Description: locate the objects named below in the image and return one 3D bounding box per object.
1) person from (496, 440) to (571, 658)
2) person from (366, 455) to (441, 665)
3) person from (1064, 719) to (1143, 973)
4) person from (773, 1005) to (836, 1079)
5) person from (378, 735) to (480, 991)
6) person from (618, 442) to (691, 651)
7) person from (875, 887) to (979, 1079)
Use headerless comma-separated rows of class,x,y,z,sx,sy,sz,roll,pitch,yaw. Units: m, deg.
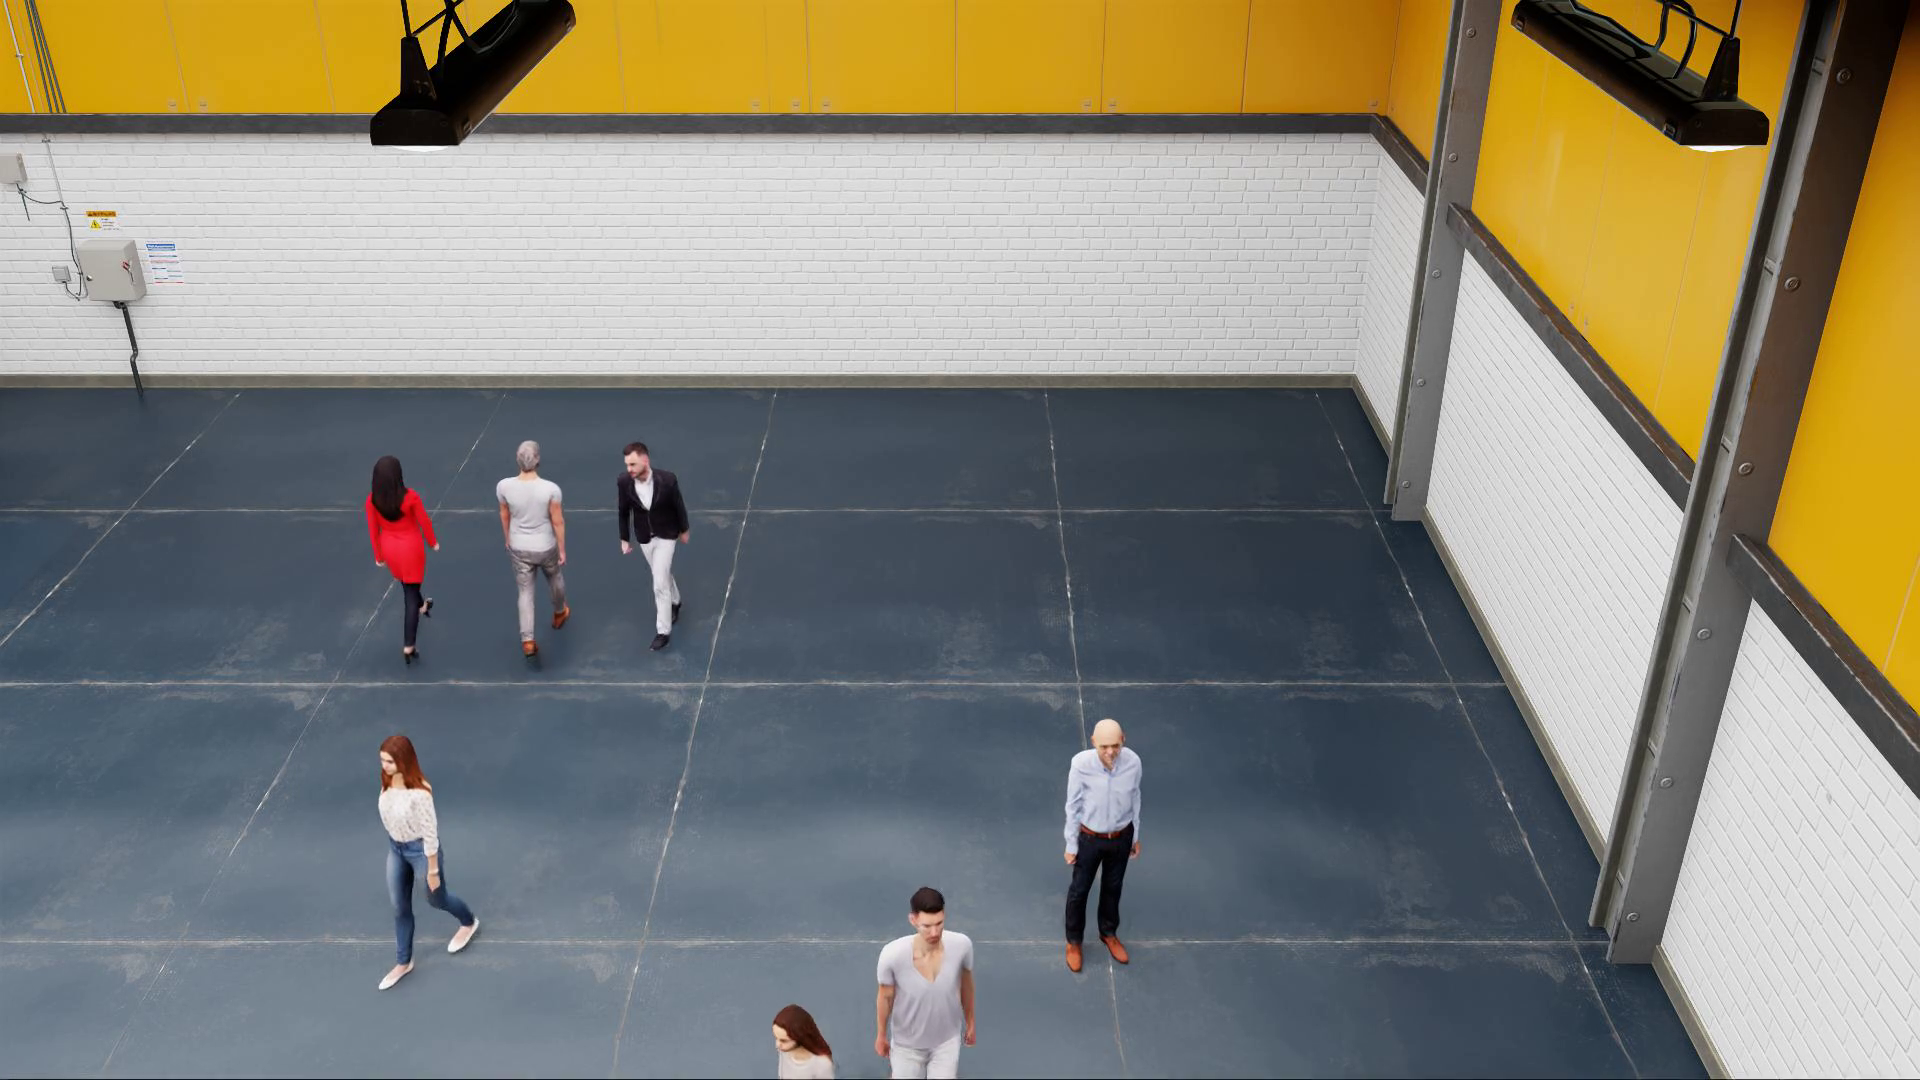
person,-3.455,0.105,13.397,0.710,1.797,1.144,-1,29,-2
person,-4.471,0.192,13.349,0.625,1.689,1.092,1,29,1
person,0.878,1.841,10.221,0.690,1.790,0.627,-6,29,-11
person,-0.711,2.925,8.572,0.895,1.465,0.998,18,33,30
person,-3.276,1.895,10.209,0.909,1.707,1.056,17,33,28
person,-2.453,-0.051,13.685,0.803,1.795,1.097,2,29,4
person,-0.212,2.539,8.892,0.854,1.837,0.985,-8,30,-14
